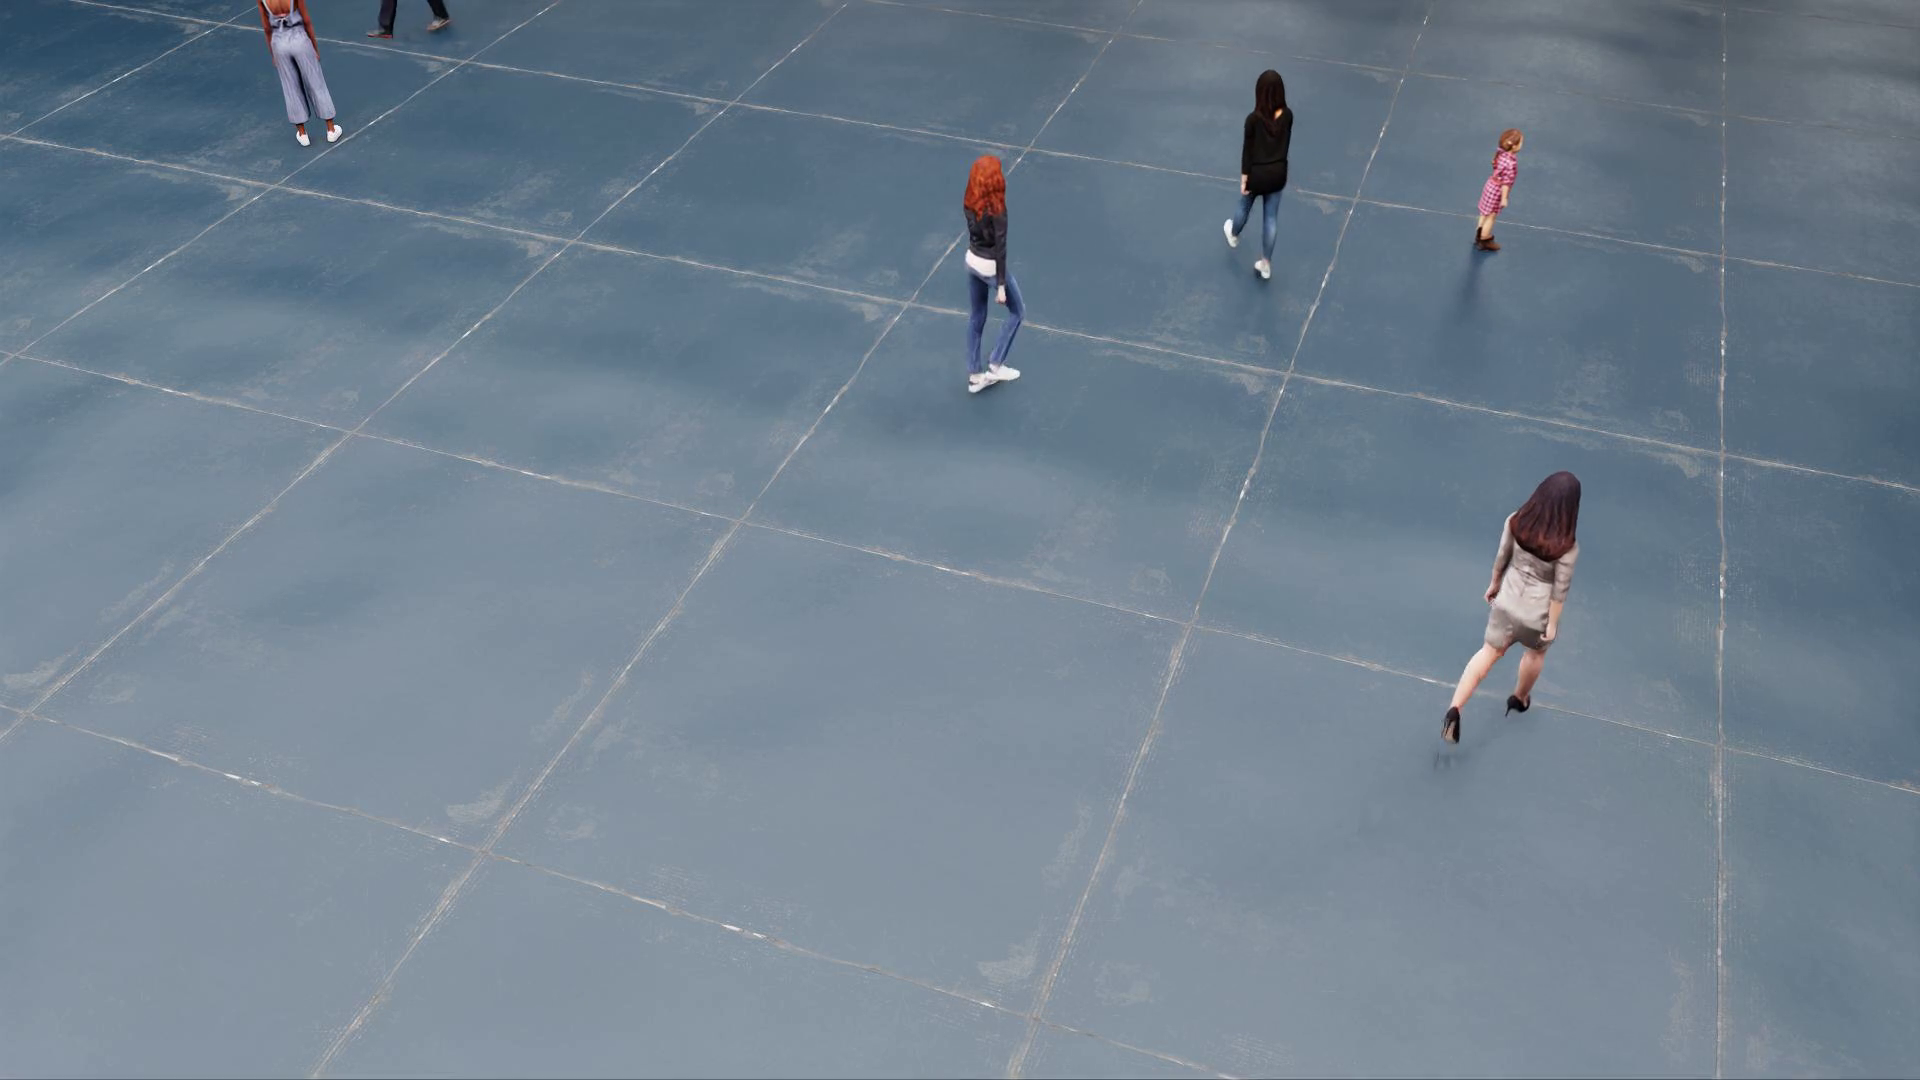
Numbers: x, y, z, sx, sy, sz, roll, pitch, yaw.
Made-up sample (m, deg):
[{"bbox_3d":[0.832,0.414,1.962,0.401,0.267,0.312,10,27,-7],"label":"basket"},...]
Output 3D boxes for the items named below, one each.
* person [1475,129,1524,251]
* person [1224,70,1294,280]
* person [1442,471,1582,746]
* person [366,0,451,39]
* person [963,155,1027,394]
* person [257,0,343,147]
[{"bbox_3d":[4.352,-2.845,13.467,0.551,1.020,0.468,-2,38,-2],"label":"person"},{"bbox_3d":[2.397,-2.816,12.949,0.858,1.613,1.080,-4,38,-5],"label":"person"},{"bbox_3d":[2.920,0.400,8.749,1.142,1.723,0.929,-29,46,-32],"label":"person"},{"bbox_3d":[-5.608,-6.015,16.915,0.908,1.765,1.243,25,44,28],"label":"person"},{"bbox_3d":[0.120,-1.792,11.504,0.808,1.780,0.759,-24,44,-28],"label":"person"},{"bbox_3d":[-5.954,-4.370,14.868,0.665,1.696,0.693,-9,39,-12],"label":"person"}]
